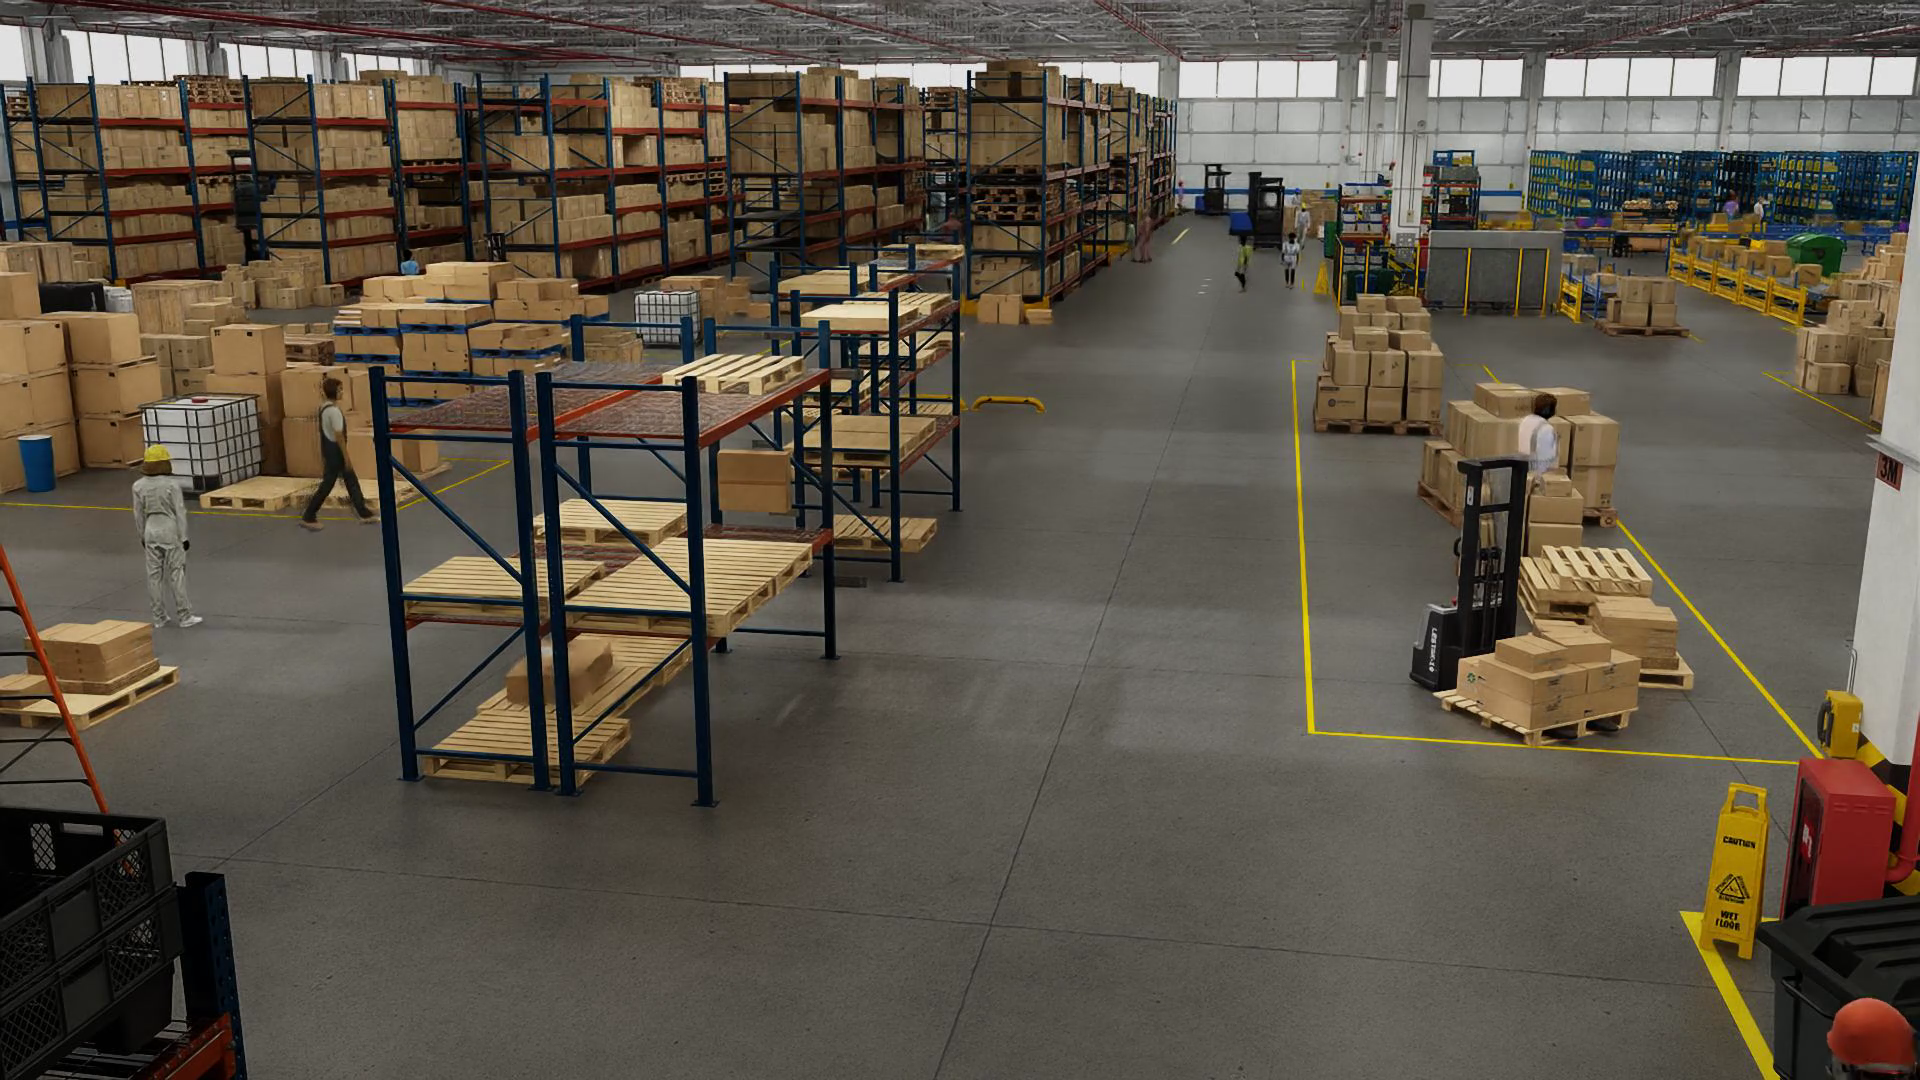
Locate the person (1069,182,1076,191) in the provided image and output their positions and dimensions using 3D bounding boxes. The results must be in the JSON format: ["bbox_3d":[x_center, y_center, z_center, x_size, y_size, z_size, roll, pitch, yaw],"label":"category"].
[{"bbox_3d":[6.003,-18.325,89.690,0.676,1.862,0.929,0,14,2],"label":"person"}]

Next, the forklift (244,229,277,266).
[{"bbox_3d":[-20.908,-8.999,49.741,1.129,2.768,1.873,-4,14,-14],"label":"forklift"}]

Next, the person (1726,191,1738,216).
[{"bbox_3d":[34.176,-14.471,73.780,0.622,1.992,0.397,-4,14,-16],"label":"person"}]

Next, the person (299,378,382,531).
[{"bbox_3d":[-7.349,-1.003,19.512,0.986,1.801,0.523,-8,16,-28],"label":"person"}]

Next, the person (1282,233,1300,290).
[{"bbox_3d":[9.814,-8.294,49.398,0.524,1.670,0.844,3,14,13],"label":"person"}]

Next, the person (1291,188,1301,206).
[{"bbox_3d":[16.058,-15.849,79.498,0.618,1.935,0.415,-8,16,-30],"label":"person"}]

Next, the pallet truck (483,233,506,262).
[{"bbox_3d":[-11.832,-7.026,43.548,1.885,1.965,0.823,8,16,28],"label":"pallet truck"}]

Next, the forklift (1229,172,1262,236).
[{"bbox_3d":[12.978,-14.835,73.433,1.873,2.768,1.129,7,15,26],"label":"forklift"}]

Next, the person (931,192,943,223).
[{"bbox_3d":[-1.185,-17.135,84.966,0.611,1.808,0.615,1,14,3],"label":"person"}]

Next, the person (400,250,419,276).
[{"bbox_3d":[-13.804,-6.435,41.759,0.317,1.698,0.540,9,16,31],"label":"person"}]

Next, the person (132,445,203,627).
[{"bbox_3d":[-7.503,-0.034,15.690,0.487,1.741,0.313,1,14,5],"label":"person"}]

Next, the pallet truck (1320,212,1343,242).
[{"bbox_3d":[15.874,-13.227,70.310,0.680,1.201,1.601,10,17,35],"label":"pallet truck"}]

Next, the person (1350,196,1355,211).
[{"bbox_3d":[20.672,-17.793,87.810,0.485,1.734,0.348,-9,17,-33],"label":"person"}]

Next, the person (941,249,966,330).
[{"bbox_3d":[-0.123,-5.908,39.125,0.487,1.937,0.651,12,18,39],"label":"person"}]

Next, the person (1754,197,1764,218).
[{"bbox_3d":[33.554,-13.472,69.914,0.399,1.905,0.643,8,16,31],"label":"person"}]

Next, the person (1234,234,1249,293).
[{"bbox_3d":[8.158,-7.985,48.076,0.364,1.678,0.549,-4,14,-15],"label":"person"}]

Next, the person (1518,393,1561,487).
[{"bbox_3d":[6.347,-0.705,18.247,0.455,1.826,0.629,-2,14,-10],"label":"person"}]

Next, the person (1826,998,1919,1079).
[{"bbox_3d":[2.818,2.398,5.339,0.614,1.978,0.439,-1,14,-3],"label":"person"}]

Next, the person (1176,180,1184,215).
[{"bbox_3d":[12.178,-18.956,92.140,0.404,1.920,0.574,1,14,4],"label":"person"}]

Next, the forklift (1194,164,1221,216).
[{"bbox_3d":[13.783,-19.179,91.072,1.129,2.768,1.873,-7,15,-25],"label":"forklift"}]

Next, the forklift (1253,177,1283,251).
[{"bbox_3d":[12.083,-12.747,64.956,1.129,2.768,1.873,3,14,10],"label":"forklift"}]

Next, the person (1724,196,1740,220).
[{"bbox_3d":[34.028,-14.251,73.307,0.964,1.783,0.668,-11,17,-37],"label":"person"}]

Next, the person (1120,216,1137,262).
[{"bbox_3d":[6.076,-10.761,59.515,0.557,1.613,0.538,-2,14,-9],"label":"person"}]

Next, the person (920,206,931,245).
[{"bbox_3d":[-1.313,-11.730,62.988,0.516,1.826,0.577,3,14,13],"label":"person"}]

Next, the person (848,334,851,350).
[{"bbox_3d":[-2.142,-4.297,32.623,0.398,1.923,0.551,1,14,4],"label":"person"}]

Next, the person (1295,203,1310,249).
[{"bbox_3d":[13.601,-12.483,66.068,0.599,1.819,0.590,1,14,5],"label":"person"}]

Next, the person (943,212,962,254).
[{"bbox_3d":[-0.256,-10.305,57.083,0.654,1.890,0.712,-1,14,-4],"label":"person"}]

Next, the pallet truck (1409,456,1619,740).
[{"bbox_3d":[4.504,0.400,13.395,0.823,1.965,1.885,-6,15,-23],"label":"pallet truck"}]

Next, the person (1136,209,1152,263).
[{"bbox_3d":[6.491,-10.780,59.002,0.417,1.892,0.658,-3,14,-12],"label":"person"}]
